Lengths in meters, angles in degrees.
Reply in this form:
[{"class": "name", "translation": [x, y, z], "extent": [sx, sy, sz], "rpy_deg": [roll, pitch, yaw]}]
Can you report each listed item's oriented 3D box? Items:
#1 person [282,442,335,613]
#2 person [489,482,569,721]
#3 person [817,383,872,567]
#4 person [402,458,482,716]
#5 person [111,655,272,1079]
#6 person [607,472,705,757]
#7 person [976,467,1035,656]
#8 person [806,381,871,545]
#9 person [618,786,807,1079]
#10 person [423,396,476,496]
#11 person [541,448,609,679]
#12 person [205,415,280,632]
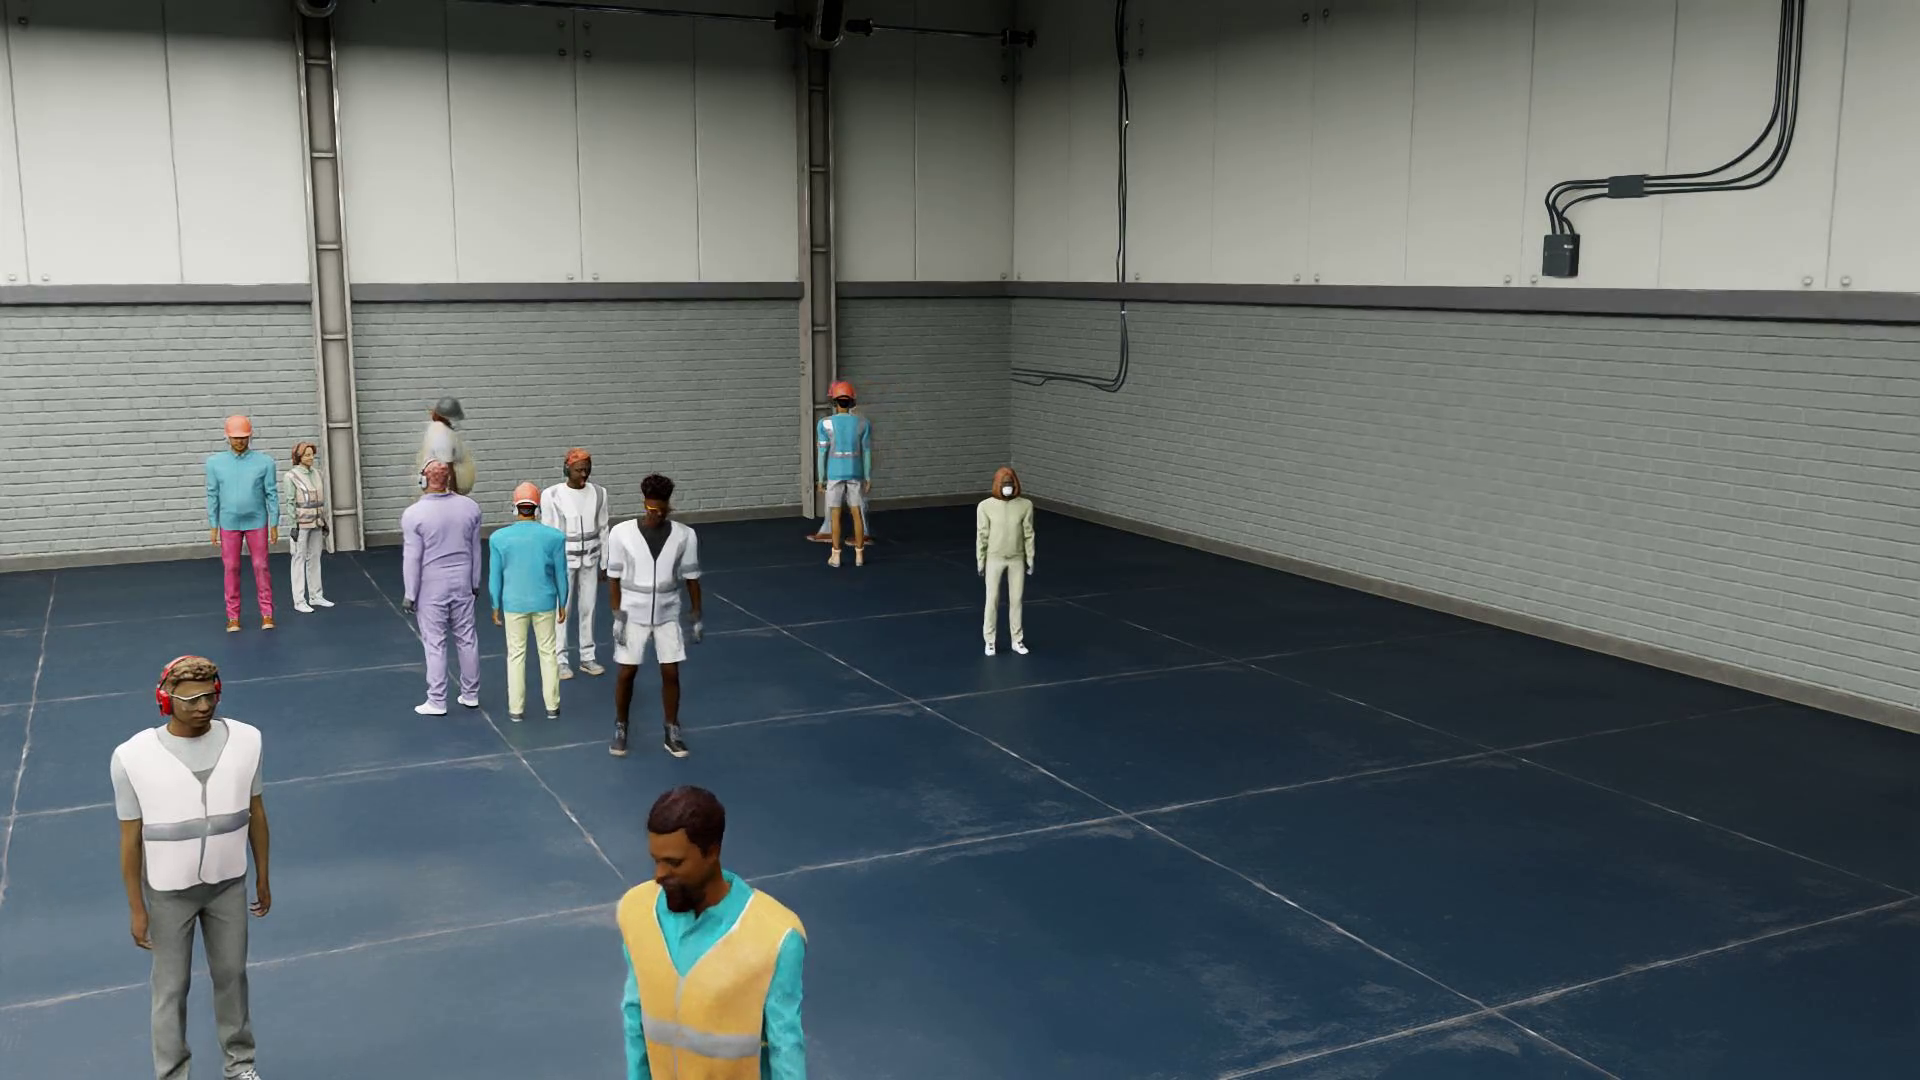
[{"class": "person", "translation": [-6.306, -0.130, 16.060], "extent": [0.307, 1.641, 0.513], "rpy_deg": [3, 10, 17]}, {"class": "person", "translation": [-3.156, 0.449, 12.189], "extent": [0.568, 1.744, 0.352], "rpy_deg": [-3, 10, -19]}, {"class": "person", "translation": [-1.285, -0.722, 18.468], "extent": [0.615, 2.041, 0.391], "rpy_deg": [-2, 9, -12]}, {"class": "person", "translation": [-3.844, 0.345, 12.314], "extent": [0.405, 1.910, 0.636], "rpy_deg": [8, 12, 41]}, {"class": "person", "translation": [-2.956, 1.336, 6.445], "extent": [0.388, 1.837, 0.560], "rpy_deg": [9, 13, 44]}, {"class": "person", "translation": [-2.070, 0.504, 11.209], "extent": [0.706, 1.945, 0.539], "rpy_deg": [-3, 10, -20]}, {"class": "person", "translation": [0.386, 0.183, 14.182], "extent": [0.500, 1.626, 0.280], "rpy_deg": [-2, 9, -11]}, {"class": "person", "translation": [-1.479, -0.903, 19.797], "extent": [0.892, 1.958, 0.641], "rpy_deg": [-1, 9, -8]}, {"class": "person", "translation": [-0.680, 1.590, 4.658], "extent": [0.593, 1.906, 0.393], "rpy_deg": [4, 10, 24]}, {"class": "person", "translation": [-5.426, -0.591, 17.671], "extent": [0.535, 2.000, 0.846], "rpy_deg": [-4, 10, -24]}, {"class": "person", "translation": [-3.083, 0.188, 13.402], "extent": [0.567, 1.875, 0.366], "rpy_deg": [-7, 11, -35]}, {"class": "person", "translation": [-6.517, -0.150, 15.140], "extent": [0.604, 1.986, 0.405], "rpy_deg": [-3, 10, -19]}]
